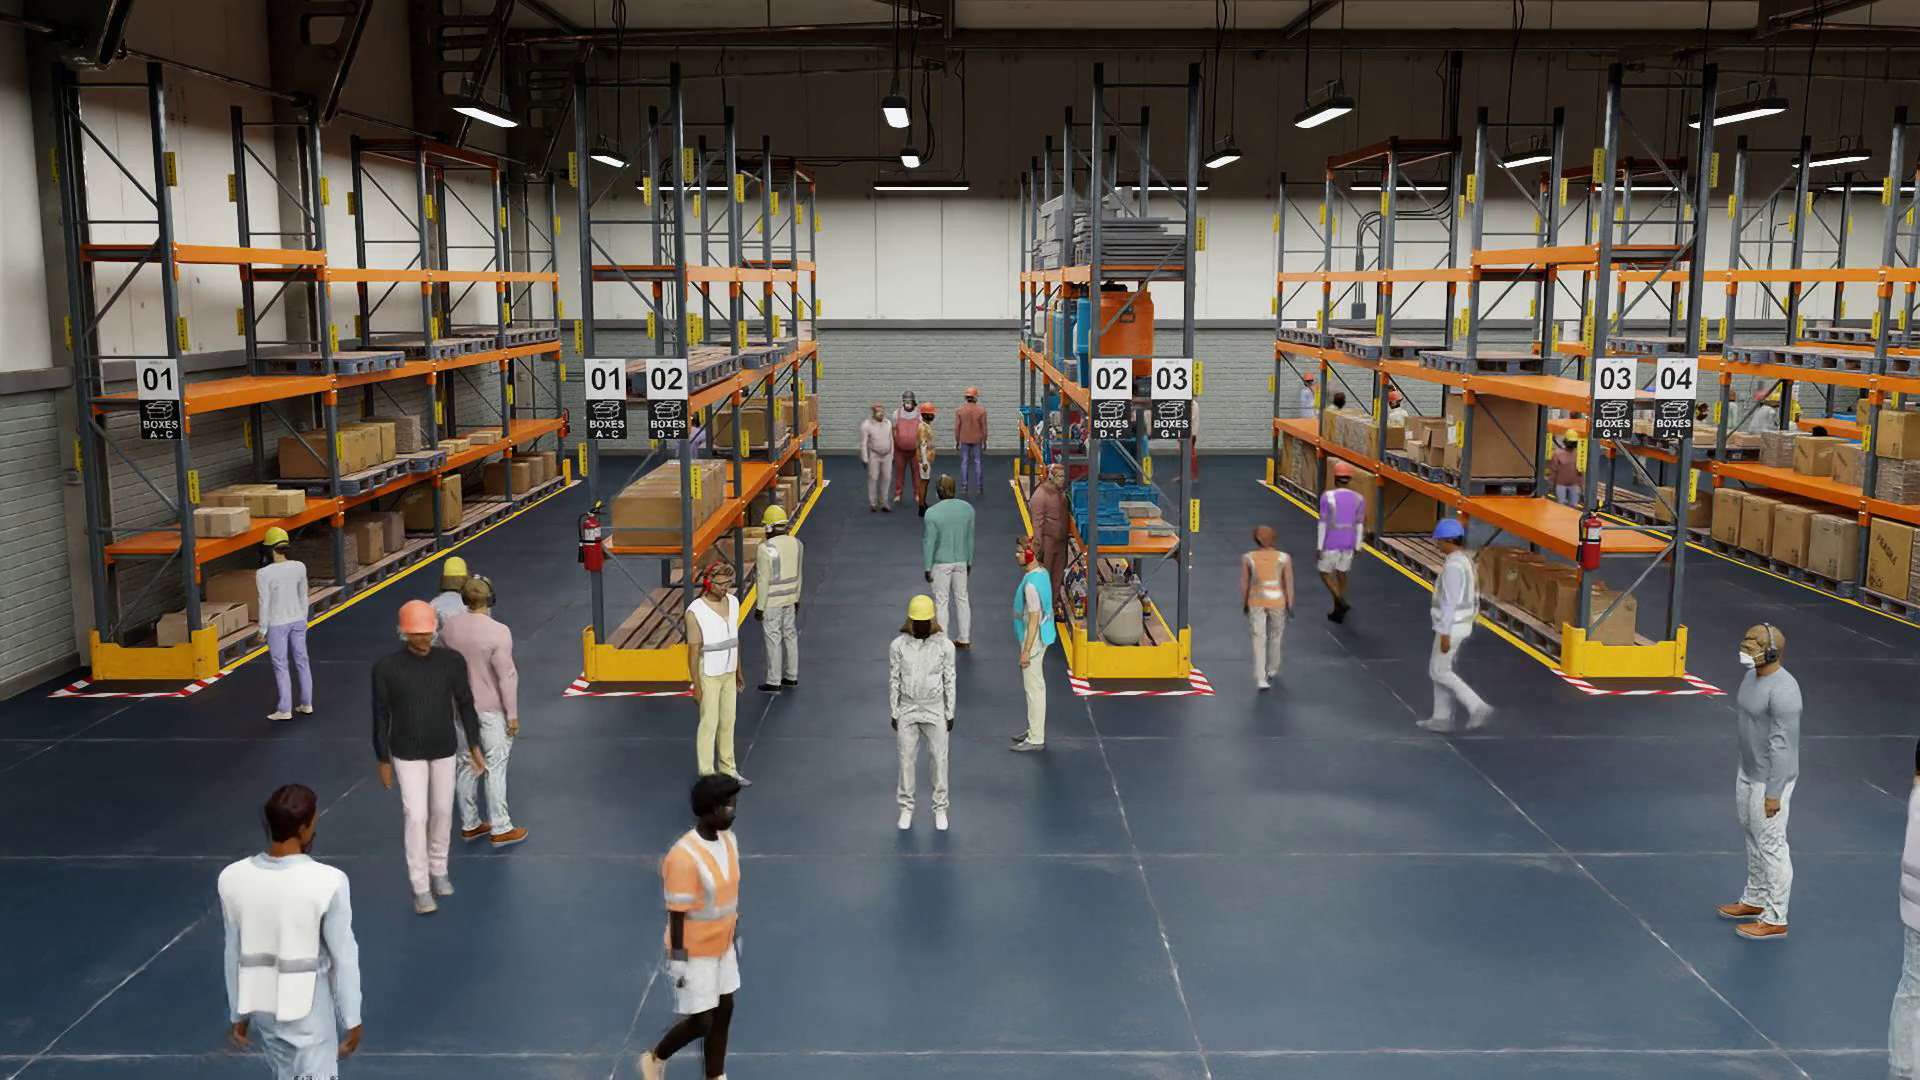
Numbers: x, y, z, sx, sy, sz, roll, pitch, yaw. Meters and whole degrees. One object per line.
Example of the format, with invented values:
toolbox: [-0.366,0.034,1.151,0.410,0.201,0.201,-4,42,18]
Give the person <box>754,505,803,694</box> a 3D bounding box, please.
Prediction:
person: [-1.780,0.574,16.117,0.404,1.830,0.603,6,11,36]

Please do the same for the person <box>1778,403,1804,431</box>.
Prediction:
person: [14.785,-1.527,29.631,0.404,1.831,0.600,1,9,6]

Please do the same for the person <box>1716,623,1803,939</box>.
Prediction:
person: [4.902,1.457,10.153,0.378,1.931,0.625,1,9,7]

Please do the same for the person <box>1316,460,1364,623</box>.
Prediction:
person: [4.413,0.039,19.278,0.560,1.918,0.499,-2,9,-13]

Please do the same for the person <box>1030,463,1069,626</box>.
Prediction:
person: [1.073,0.056,19.261,0.401,1.900,0.644,6,11,34]

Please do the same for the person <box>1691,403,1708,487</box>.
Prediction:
person: [13.022,-1.505,29.405,0.540,1.863,0.315,-8,12,-41]

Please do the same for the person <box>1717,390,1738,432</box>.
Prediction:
person: [16.762,-2.467,36.347,0.294,1.625,0.513,-5,10,-29]

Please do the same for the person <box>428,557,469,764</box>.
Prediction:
person: [-4.194,0.982,13.846,0.508,1.709,0.798,-5,10,-29]

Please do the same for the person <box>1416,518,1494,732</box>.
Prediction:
person: [4.361,0.771,14.594,0.557,1.913,0.622,3,9,21]

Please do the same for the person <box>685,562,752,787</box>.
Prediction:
person: [-1.910,1.070,12.950,0.411,1.831,0.569,5,10,29]

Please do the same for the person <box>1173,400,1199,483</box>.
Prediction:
person: [4.478,-2.114,32.898,0.402,1.990,0.622,-4,10,-24]

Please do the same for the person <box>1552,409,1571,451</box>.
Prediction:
person: [12.209,-2.221,33.771,0.616,1.938,0.420,-6,10,-32]

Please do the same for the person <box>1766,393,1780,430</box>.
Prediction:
person: [16.477,-2.109,33.699,0.311,1.735,0.483,5,10,27]

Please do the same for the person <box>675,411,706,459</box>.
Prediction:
person: [-4.252,-1.104,26.572,0.630,1.938,0.366,5,10,29]

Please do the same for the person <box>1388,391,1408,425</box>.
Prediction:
person: [7.932,-1.715,30.341,0.389,1.990,0.610,7,11,39]

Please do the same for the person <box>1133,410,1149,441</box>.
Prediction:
person: [3.540,-2.184,33.648,0.671,1.894,0.621,-1,9,-8]

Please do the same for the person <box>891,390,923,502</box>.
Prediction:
person: [-0.923,-1.687,29.993,0.674,2.000,0.536,0,9,3]

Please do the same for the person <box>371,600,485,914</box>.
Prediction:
person: [-3.411,1.357,10.655,0.633,1.988,0.524,-6,11,-35]

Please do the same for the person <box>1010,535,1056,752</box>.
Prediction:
person: [0.622,0.876,14.130,0.389,1.846,0.565,1,9,7]

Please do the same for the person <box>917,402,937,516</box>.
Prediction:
person: [-0.553,-1.373,28.305,0.358,1.936,0.552,1,9,5]

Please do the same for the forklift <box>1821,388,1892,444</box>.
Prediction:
forklift: [20.072,-3.110,36.462,1.873,2.768,1.129,0,9,0]

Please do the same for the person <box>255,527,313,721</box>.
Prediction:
person: [-6.162,0.762,15.125,0.331,1.768,0.526,5,10,30]

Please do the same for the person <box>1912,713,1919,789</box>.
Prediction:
person: [7.594,1.156,12.807,0.320,1.695,0.538,2,9,10]

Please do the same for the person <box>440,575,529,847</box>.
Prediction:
person: [-3.363,1.200,11.751,0.632,1.940,0.368,5,10,27]

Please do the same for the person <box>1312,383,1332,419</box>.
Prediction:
person: [7.360,-2.233,33.892,0.407,1.924,0.560,3,9,16]

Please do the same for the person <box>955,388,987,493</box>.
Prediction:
person: [0.211,-1.875,31.359,0.612,1.991,0.392,1,9,7]

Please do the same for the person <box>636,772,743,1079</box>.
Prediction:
person: [-1.240,1.921,7.924,0.496,1.676,0.552,4,10,24]

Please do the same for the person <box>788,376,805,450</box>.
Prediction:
person: [-3.586,-2.636,36.468,0.367,1.927,0.590,3,9,16]

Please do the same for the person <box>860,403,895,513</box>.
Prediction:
person: [-1.392,-1.414,28.729,0.682,1.889,0.528,-6,11,-34]

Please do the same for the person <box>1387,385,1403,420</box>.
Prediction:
person: [8.953,-2.285,34.442,0.326,1.861,0.499,-4,10,-25]

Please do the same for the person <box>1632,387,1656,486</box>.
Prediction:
person: [13.385,-2.025,32.505,0.410,1.936,0.603,1,9,8]

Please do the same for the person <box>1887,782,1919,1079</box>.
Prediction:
person: [4.682,1.796,7.889,0.404,1.945,0.615,2,9,10]

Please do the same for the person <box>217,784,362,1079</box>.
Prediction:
person: [-2.826,1.970,6.979,0.598,1.892,0.779,2,9,13]

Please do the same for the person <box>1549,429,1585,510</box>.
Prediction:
person: [9.293,-0.842,25.496,0.550,1.745,0.440,1,9,4]

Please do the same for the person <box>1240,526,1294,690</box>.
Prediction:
person: [3.018,0.656,16.382,0.534,1.577,0.864,2,9,11]

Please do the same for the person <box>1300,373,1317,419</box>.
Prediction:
person: [7.882,-2.824,37.669,0.542,1.929,0.381,-6,11,-34]

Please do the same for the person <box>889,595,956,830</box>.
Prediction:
person: [-0.274,1.250,12.081,0.485,1.737,0.322,1,9,4]

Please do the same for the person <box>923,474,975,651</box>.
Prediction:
person: [-0.121,0.259,17.838,0.630,1.933,0.364,-5,10,-31]
